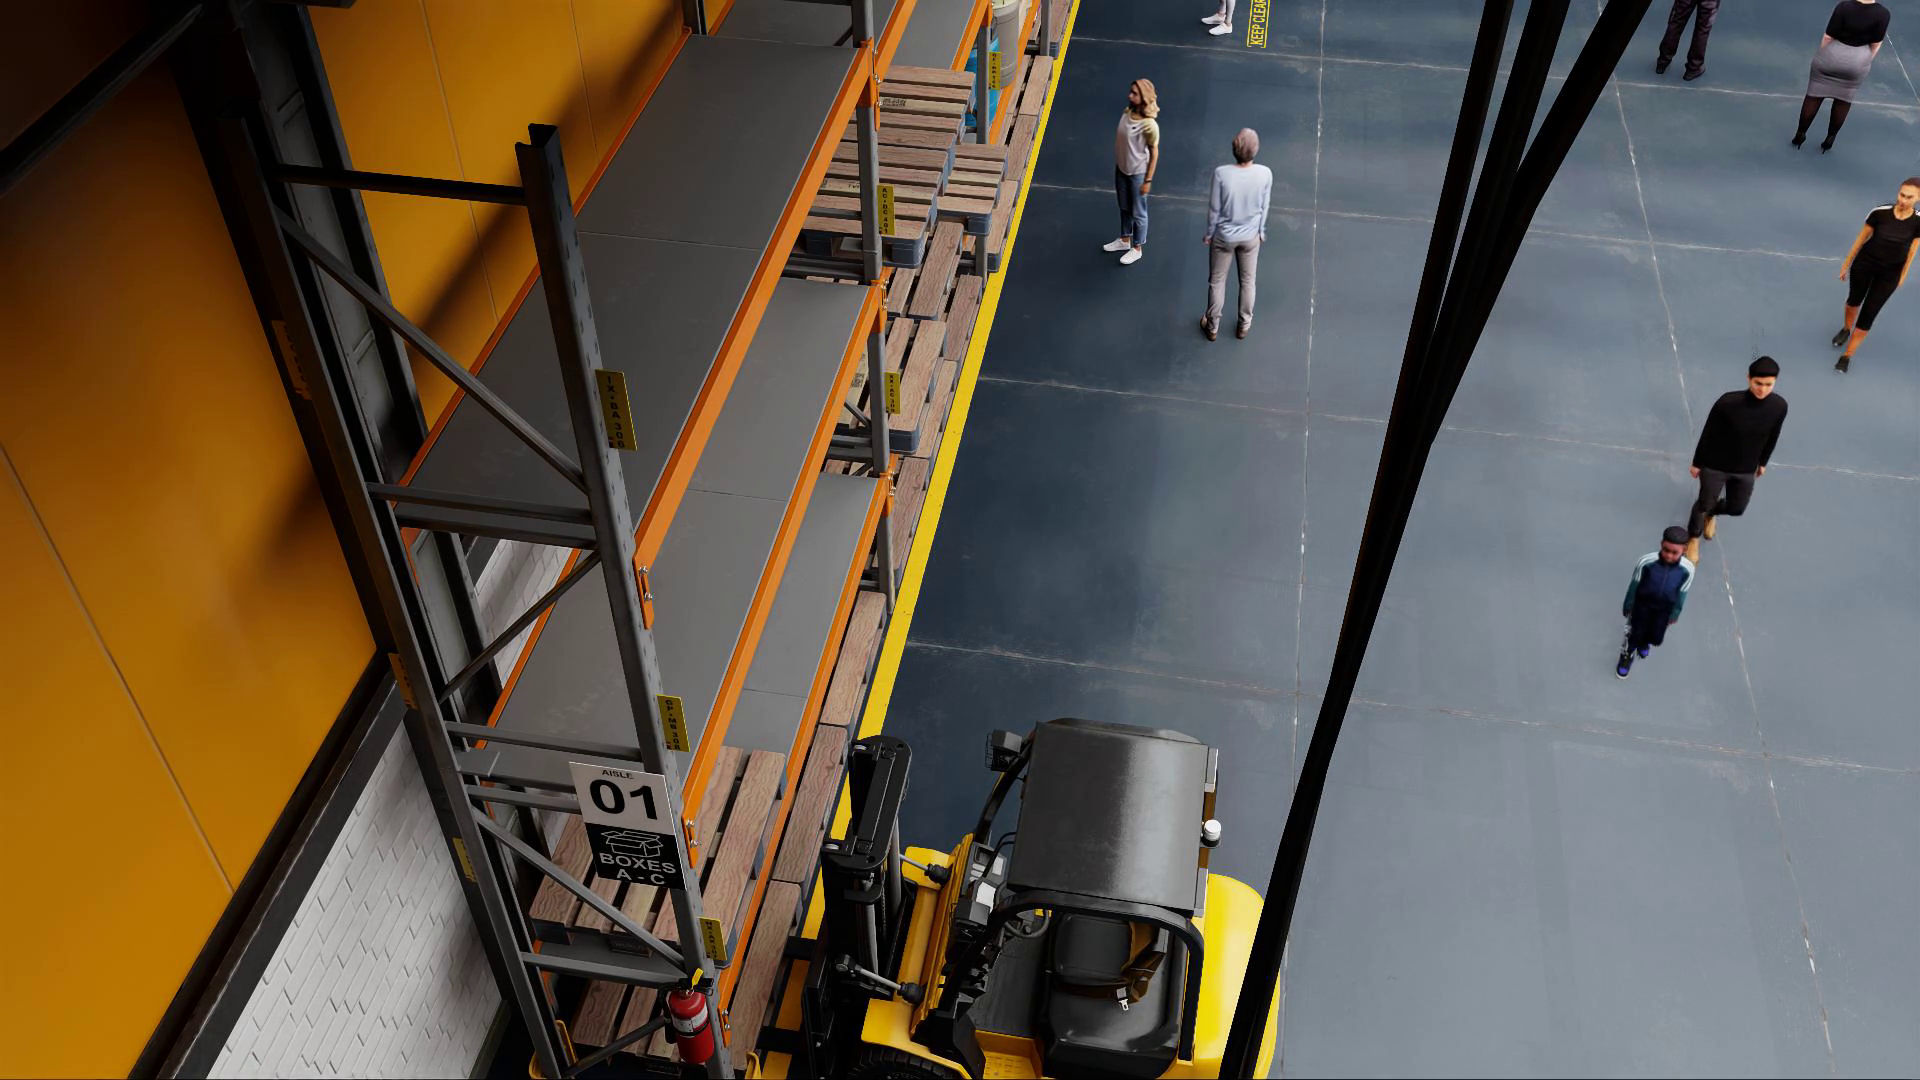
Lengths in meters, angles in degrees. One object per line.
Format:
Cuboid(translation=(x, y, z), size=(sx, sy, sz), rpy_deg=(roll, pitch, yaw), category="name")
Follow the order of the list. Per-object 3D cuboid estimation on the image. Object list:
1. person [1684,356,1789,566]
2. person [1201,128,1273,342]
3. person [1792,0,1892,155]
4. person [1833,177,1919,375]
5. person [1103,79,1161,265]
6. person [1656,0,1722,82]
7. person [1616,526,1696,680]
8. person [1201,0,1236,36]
Cuboid(translation=(5.378, -0.601, 11.602), size=(0.644, 1.710, 0.691), rpy_deg=(7, 44, 7), category="person")
Cuboid(translation=(2.223, -2.447, 13.408), size=(0.689, 1.893, 0.620), rpy_deg=(1, 44, 1), category="person")
Cuboid(translation=(8.302, -4.483, 15.642), size=(0.726, 1.759, 0.688), rpy_deg=(16, 46, 16), category="person")
Cuboid(translation=(7.381, -2.211, 13.345), size=(0.881, 1.639, 1.063), rpy_deg=(28, 50, 26), category="person")
Cuboid(translation=(1.504, -3.175, 14.296), size=(0.767, 1.723, 0.695), rpy_deg=(-23, 48, -22), category="person")
Cuboid(translation=(7.454, -5.567, 16.667), size=(0.775, 1.915, 0.759), rpy_deg=(27, 50, 26), category="person")
Cuboid(translation=(4.565, 0.370, 10.922), size=(0.571, 1.244, 0.657), rpy_deg=(15, 46, 16), category="person")
Cuboid(translation=(2.827, -6.169, 17.452), size=(0.695, 1.704, 0.593), rpy_deg=(-7, 44, -7), category="person")
